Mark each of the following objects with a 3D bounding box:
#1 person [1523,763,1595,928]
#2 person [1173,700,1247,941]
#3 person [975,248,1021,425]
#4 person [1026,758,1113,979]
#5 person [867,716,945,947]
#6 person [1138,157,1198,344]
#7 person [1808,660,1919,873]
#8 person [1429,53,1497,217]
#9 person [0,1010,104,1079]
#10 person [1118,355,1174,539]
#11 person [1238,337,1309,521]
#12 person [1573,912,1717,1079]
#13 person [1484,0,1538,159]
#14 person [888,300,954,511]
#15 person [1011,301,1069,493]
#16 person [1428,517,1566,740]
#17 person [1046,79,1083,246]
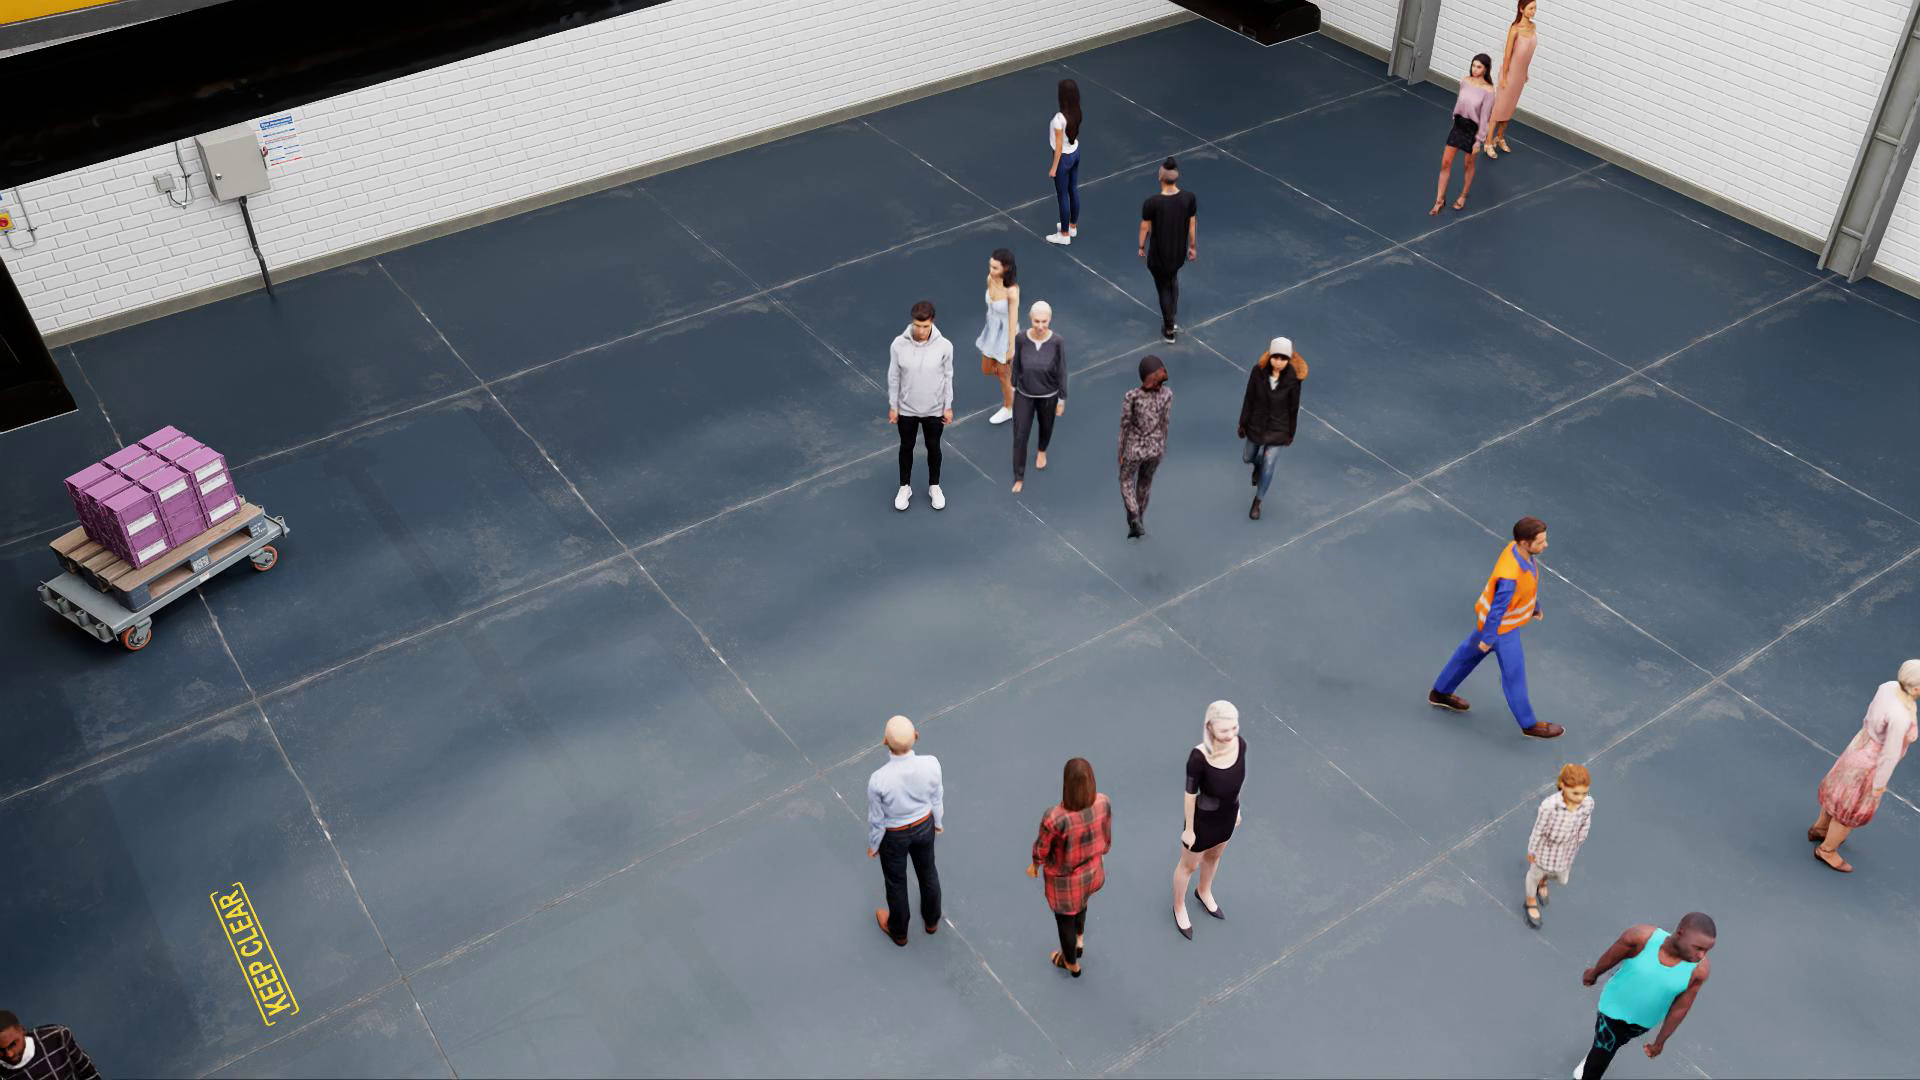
[{"bbox_3d":[3.667,1.820,10.304,0.662,1.306,0.715,0,39,0],"label":"person"},{"bbox_3d":[1.511,1.675,10.067,0.582,1.830,0.502,-22,43,-25],"label":"person"},{"bbox_3d":[0.444,-1.798,14.508,0.688,1.715,0.683,-28,47,-31],"label":"person"},{"bbox_3d":[0.714,1.997,9.776,0.629,1.689,0.630,-23,44,-26],"label":"person"},{"bbox_3d":[-0.329,1.756,9.998,0.682,1.789,0.606,-16,41,-19],"label":"person"},{"bbox_3d":[1.962,-2.655,15.474,0.807,1.847,0.798,-8,39,-10],"label":"person"},{"bbox_3d":[5.759,1.399,10.524,0.751,1.690,0.700,9,39,11],"label":"person"},{"bbox_3d":[5.424,-4.297,17.579,0.766,1.786,0.791,-30,47,-32],"label":"person"},{"bbox_3d":[-4.644,2.929,8.547,0.690,1.767,1.190,-23,44,-26],"label":"person"},{"bbox_3d":[1.466,-0.667,13.100,0.732,1.705,0.830,-6,39,-8],"label":"person"},{"bbox_3d":[2.512,-0.971,13.542,0.910,1.628,0.941,13,40,16],"label":"person"},{"bbox_3d":[3.669,2.493,9.096,1.088,1.763,1.065,22,44,25],"label":"person"},{"bbox_3d":[6.204,-5.219,18.698,0.582,1.831,0.502,-25,45,-28],"label":"person"},{"bbox_3d":[-0.319,-1.114,13.477,0.778,1.931,0.794,-1,39,-1],"label":"person"},{"bbox_3d":[0.657,-1.288,13.887,1.031,1.693,1.120,5,39,6],"label":"person"},{"bbox_3d":[3.640,0.558,11.478,1.281,1.814,1.099,14,41,17],"label":"person"},{"bbox_3d":[1.105,-3.889,17.078,0.637,1.775,0.658,23,44,26],"label":"person"}]
